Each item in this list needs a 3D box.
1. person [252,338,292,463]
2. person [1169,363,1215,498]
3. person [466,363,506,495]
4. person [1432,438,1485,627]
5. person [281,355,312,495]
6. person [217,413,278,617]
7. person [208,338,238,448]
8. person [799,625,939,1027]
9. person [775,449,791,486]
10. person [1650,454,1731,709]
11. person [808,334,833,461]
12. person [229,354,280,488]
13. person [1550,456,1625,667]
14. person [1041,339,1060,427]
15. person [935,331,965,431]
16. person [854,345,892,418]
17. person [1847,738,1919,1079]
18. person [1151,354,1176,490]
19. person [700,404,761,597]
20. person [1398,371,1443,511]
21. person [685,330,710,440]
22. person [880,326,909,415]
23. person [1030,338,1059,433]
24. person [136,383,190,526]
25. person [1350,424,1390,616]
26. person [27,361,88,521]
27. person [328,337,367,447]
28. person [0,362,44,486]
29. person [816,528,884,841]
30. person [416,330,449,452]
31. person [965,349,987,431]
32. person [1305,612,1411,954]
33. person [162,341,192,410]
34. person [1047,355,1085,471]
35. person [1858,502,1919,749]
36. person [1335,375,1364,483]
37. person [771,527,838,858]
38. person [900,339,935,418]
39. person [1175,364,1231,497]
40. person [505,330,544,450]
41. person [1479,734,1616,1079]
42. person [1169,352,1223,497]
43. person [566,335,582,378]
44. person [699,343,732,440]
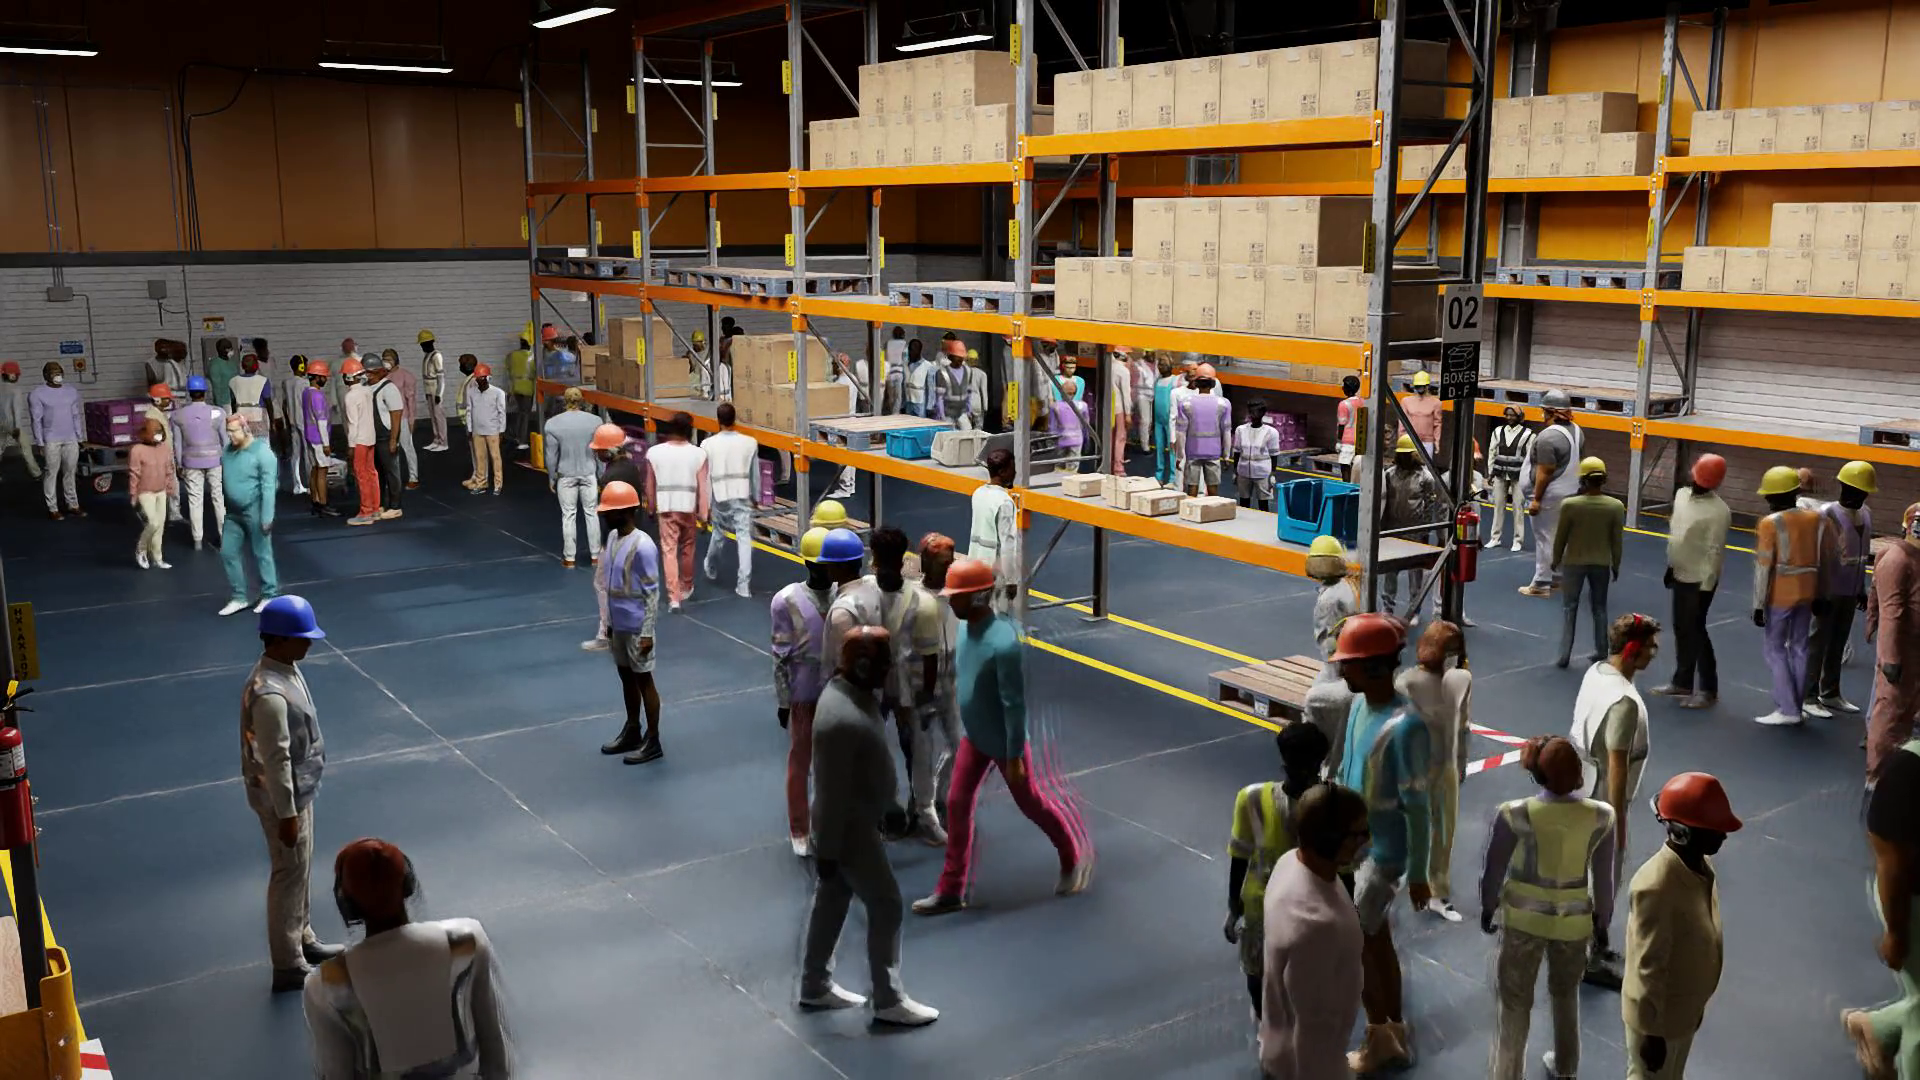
[{"bbox_3d":[-10.301,-2.073,24.820,0.847,1.902,0.675,5,12,26],"label":"person"},{"bbox_3d":[2.910,-1.281,20.844,0.575,1.877,0.360,1,11,5],"label":"person"},{"bbox_3d":[-6.317,-1.474,22.129,0.560,1.752,0.326,2,11,10],"label":"person"},{"bbox_3d":[4.484,-0.050,14.879,0.575,1.742,0.389,-7,13,-32],"label":"person"},{"bbox_3d":[-8.763,-1.529,22.137,0.520,1.865,0.333,4,12,21],"label":"person"},{"bbox_3d":[-6.650,-0.227,15.409,0.685,1.880,0.593,4,12,20],"label":"person"},{"bbox_3d":[-10.623,-1.957,24.129,0.358,1.938,0.636,0,11,0],"label":"person"},{"bbox_3d":[-0.393,1.300,7.628,0.794,1.876,0.649,-1,11,-3],"label":"person"},{"bbox_3d":[-2.497,-1.626,22.900,0.321,1.761,0.522,0,11,3],"label":"person"},{"bbox_3d":[5.589,0.291,12.636,0.414,1.945,0.672,-1,11,-3],"label":"person"},{"bbox_3d":[-2.192,-2.132,25.020,0.642,1.928,0.431,4,12,22],"label":"person"},{"bbox_3d":[-9.558,-1.592,22.497,0.566,1.846,0.387,0,11,2],"label":"person"},{"bbox_3d":[5.135,0.187,13.633,0.532,1.755,0.364,0,11,0],"label":"person"},{"bbox_3d":[1.507,-2.652,27.826,0.337,1.882,0.584,0,11,0],"label":"person"},{"bbox_3d":[-0.161,-2.412,26.678,0.506,1.861,0.328,-4,12,-19],"label":"person"},{"bbox_3d":[-1.352,-2.136,25.356,0.602,1.815,0.736,-2,11,-8],"label":"person"},{"bbox_3d":[3.869,1.424,6.564,0.693,2.000,0.675,-5,12,-24],"label":"person"},{"bbox_3d":[2.792,-1.601,22.546,0.336,1.844,0.508,-9,14,-39],"label":"person"},{"bbox_3d":[-2.282,-0.421,16.466,0.614,1.855,1.039,-3,11,-16],"label":"person"},{"bbox_3d":[5.771,-1.240,20.899,0.524,1.769,0.326,4,12,19],"label":"person"},{"bbox_3d":[-4.267,-2.516,27.257,0.587,1.835,0.403,3,12,16],"label":"person"},{"bbox_3d":[-1.031,-2.788,28.754,0.664,1.783,0.913,4,12,19],"label":"person"},{"bbox_3d":[1.243,-2.269,25.854,0.719,1.905,0.642,5,12,25],"label":"person"},{"bbox_3d":[-9.490,-0.996,19.721,0.505,1.739,0.581,-2,11,-11],"label":"person"},{"bbox_3d":[3.698,-0.158,15.194,0.386,1.836,0.567,1,11,7],"label":"person"},{"bbox_3d":[-11.004,-1.213,20.324,0.373,1.940,0.628,6,13,28],"label":"person"},{"bbox_3d":[-9.140,-2.101,25.011,0.651,1.883,0.709,-1,11,-4],"label":"person"},{"bbox_3d":[-13.109,-1.605,22.959,0.566,1.698,0.933,3,12,17],"label":"person"},{"bbox_3d":[-0.629,0.890,9.542,0.408,1.942,0.616,2,11,11],"label":"person"},{"bbox_3d":[-8.302,-2.348,26.175,0.389,1.920,0.600,-7,13,-33],"label":"person"},{"bbox_3d":[0.160,-2.009,24.988,0.495,1.710,0.764,2,11,10],"label":"person"},{"bbox_3d":[1.847,1.261,7.837,0.515,1.873,0.329,0,11,1],"label":"person"},{"bbox_3d":[-11.467,-2.020,24.639,0.761,1.857,0.601,-1,11,-3],"label":"person"},{"bbox_3d":[1.416,-1.568,22.393,0.563,1.839,0.388,-6,12,-27],"label":"person"},{"bbox_3d":[6.522,0.611,11.428,0.531,1.767,0.328,7,13,32],"label":"person"},{"bbox_3d":[4.957,-1.243,21.117,0.536,1.693,0.319,-10,15,-43],"label":"person"},{"bbox_3d":[-0.806,0.871,9.685,0.588,1.927,0.370,-7,13,-33],"label":"person"},{"bbox_3d":[-0.628,-1.975,24.271,0.597,1.918,0.383,9,14,40],"label":"person"},{"bbox_3d":[2.751,-0.975,18.839,0.616,2.040,0.382,1,11,4],"label":"person"},{"bbox_3d":[-6.895,-2.397,26.500,0.595,1.899,0.630,3,12,17],"label":"person"},{"bbox_3d":[2.430,1.591,6.871,0.531,1.605,0.593,0,11,1],"label":"person"},{"bbox_3d":[2.968,-1.452,21.283,0.684,2.000,0.535,6,13,30],"label":"person"},{"bbox_3d":[-6.087,-2.296,26.144,0.356,1.837,0.509,-3,12,-17],"label":"person"},{"bbox_3d":[-3.488,-1.894,23.947,0.355,1.885,0.574,8,14,36],"label":"person"}]
